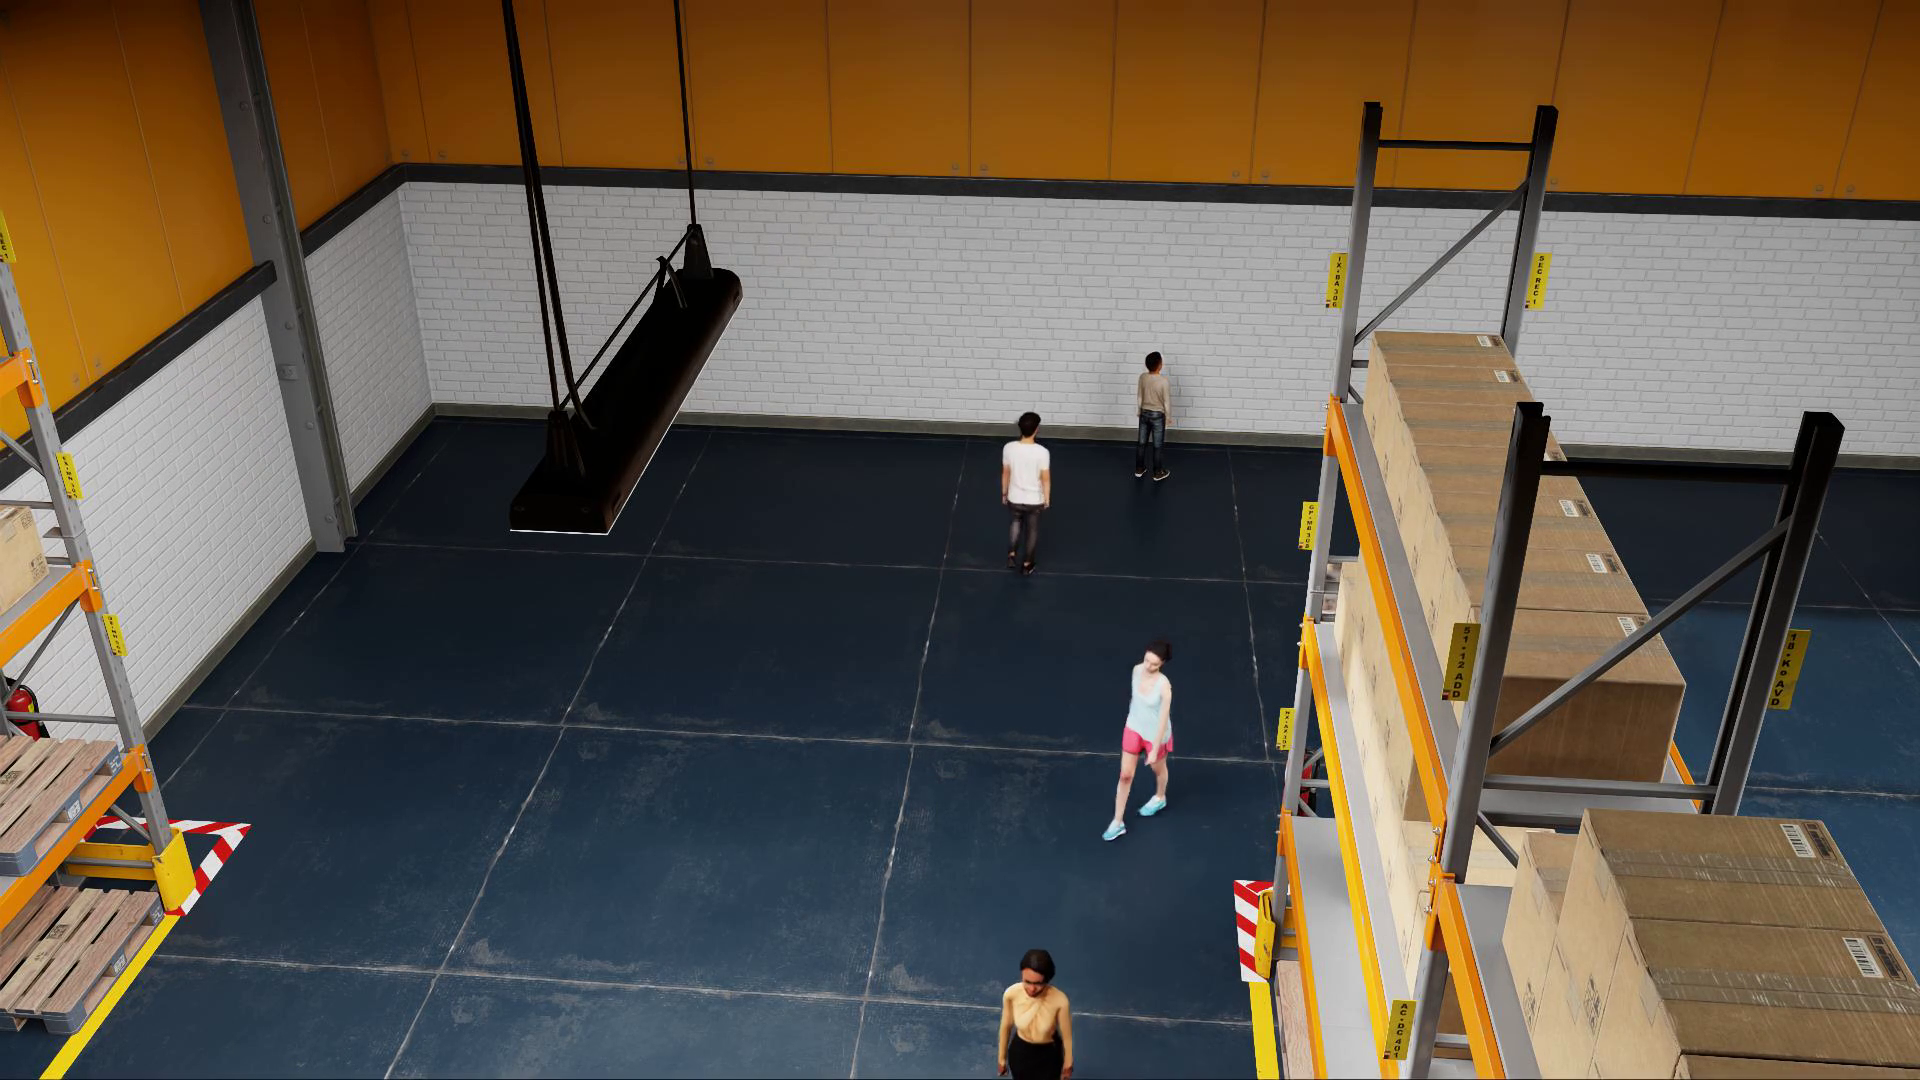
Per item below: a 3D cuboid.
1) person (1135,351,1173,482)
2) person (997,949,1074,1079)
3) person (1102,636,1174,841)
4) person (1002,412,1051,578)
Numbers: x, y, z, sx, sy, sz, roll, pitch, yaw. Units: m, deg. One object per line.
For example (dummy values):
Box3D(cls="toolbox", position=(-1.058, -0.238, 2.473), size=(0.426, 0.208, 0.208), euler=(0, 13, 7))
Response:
Box3D(cls="person", position=(2.090, -1.356, 18.104), size=(0.631, 1.465, 0.642), euler=(17, 33, 28))
Box3D(cls="person", position=(0.474, 3.039, 9.858), size=(0.666, 1.647, 0.707), euler=(9, 30, 16))
Box3D(cls="person", position=(1.463, 1.461, 12.675), size=(1.095, 1.719, 0.999), euler=(-19, 34, -31))
Box3D(cls="person", position=(0.611, -0.408, 16.106), size=(0.708, 1.715, 0.745), euler=(10, 30, 18))
